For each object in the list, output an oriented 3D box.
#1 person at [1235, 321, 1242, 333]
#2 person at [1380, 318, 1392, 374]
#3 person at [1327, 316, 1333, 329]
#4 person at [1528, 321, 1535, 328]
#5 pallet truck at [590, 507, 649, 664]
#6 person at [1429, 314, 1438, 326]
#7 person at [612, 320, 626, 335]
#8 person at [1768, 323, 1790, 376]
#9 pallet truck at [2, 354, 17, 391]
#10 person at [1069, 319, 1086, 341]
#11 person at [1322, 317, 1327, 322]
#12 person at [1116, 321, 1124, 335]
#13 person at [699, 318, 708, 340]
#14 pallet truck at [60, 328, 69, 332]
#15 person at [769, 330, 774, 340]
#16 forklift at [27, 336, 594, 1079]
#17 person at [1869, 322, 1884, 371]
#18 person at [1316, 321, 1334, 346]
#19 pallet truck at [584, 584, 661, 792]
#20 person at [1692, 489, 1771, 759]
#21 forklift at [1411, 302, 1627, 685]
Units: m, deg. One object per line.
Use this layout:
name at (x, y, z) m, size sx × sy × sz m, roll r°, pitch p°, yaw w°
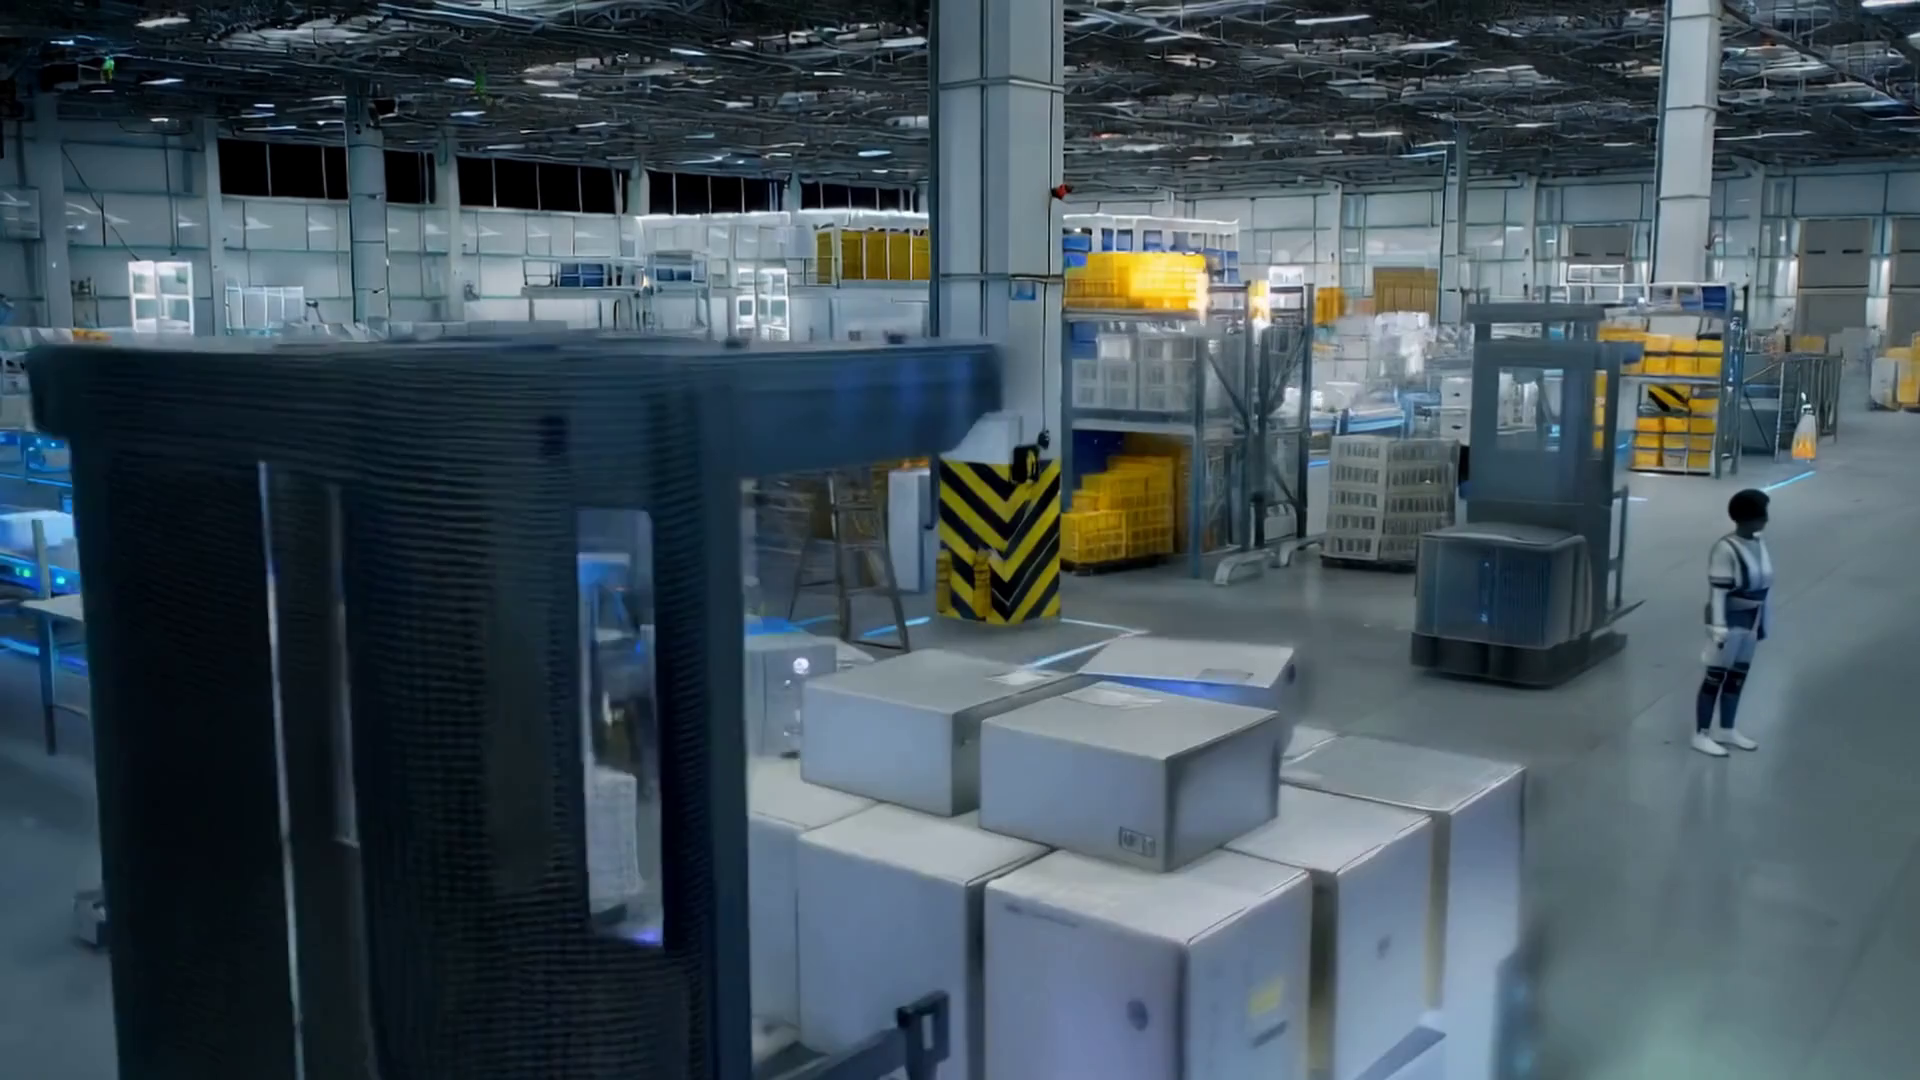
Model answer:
person at (14.563, -11.076, 87.823) m, size 0.619 × 1.895 × 0.975 m, roll -6°, pitch 10°, yaw -34°
person at (15.222, -6.900, 59.313) m, size 0.684 × 2.016 × 0.627 m, roll 5°, pitch 10°, yaw 31°
person at (17.929, -9.836, 79.750) m, size 0.727 × 1.818 × 0.661 m, roll 0°, pitch 8°, yaw -1°
person at (27.337, -9.738, 79.577) m, size 0.412 × 1.682 × 0.539 m, roll 5°, pitch 10°, yaw 30°
pallet truck at (-3.115, 0.344, 12.883) m, size 0.653 × 1.274 × 1.630 m, roll 7°, pitch 11°, yaw 37°
person at (22.455, -9.738, 78.744) m, size 0.593 × 1.925 × 0.384 m, roll -5°, pitch 10°, yaw -30°
person at (-12.995, -7.464, 63.558) m, size 0.573 × 1.883 × 0.354 m, roll 0°, pitch 8°, yaw 3°
person at (28.830, -6.692, 58.441) m, size 0.578 × 1.853 × 0.530 m, roll 3°, pitch 9°, yaw 22°
pallet truck at (-24.881, -4.417, 42.634) m, size 1.885 × 1.965 × 0.823 m, roll 8°, pitch 11°, yaw 41°
person at (4.026, -6.550, 56.871) m, size 0.691 × 2.000 × 0.781 m, roll -6°, pitch 10°, yaw -36°
person at (17.574, -9.931, 80.636) m, size 0.511 × 1.758 × 0.525 m, roll 0°, pitch 8°, yaw 1°
person at (5.608, -6.740, 58.498) m, size 0.359 × 1.939 × 0.543 m, roll 5°, pitch 10°, yaw 31°
person at (-10.623, -8.159, 68.272) m, size 0.952 × 1.886 × 0.599 m, roll 5°, pitch 10°, yaw 32°
pallet truck at (-23.775, -4.544, 43.495) m, size 1.885 × 1.965 × 0.823 m, roll 6°, pitch 10°, yaw 35°
person at (-6.205, -5.995, 54.190) m, size 0.532 × 1.724 × 0.884 m, roll -7°, pitch 11°, yaw -38°
forklift at (-0.972, 1.084, 2.589) m, size 1.129 × 2.768 × 1.873 m, roll 7°, pitch 11°, yaw 37°
person at (33.968, -7.151, 61.643) m, size 0.638 × 1.832 × 0.459 m, roll -4°, pitch 9°, yaw -26°
person at (13.073, -6.858, 59.377) m, size 0.731 × 1.912 × 0.612 m, roll 2°, pitch 9°, yaw 15°
pallet truck at (-1.426, 0.805, 10.019) m, size 1.601 × 1.201 × 0.680 m, roll -4°, pitch 9°, yaw -26°
person at (4.857, 0.518, 10.412) m, size 0.534 × 1.694 × 0.321 m, roll -6°, pitch 10°, yaw -33°
forklift at (4.379, -0.438, 12.852) m, size 1.129 × 2.768 × 1.873 m, roll 7°, pitch 11°, yaw 37°
